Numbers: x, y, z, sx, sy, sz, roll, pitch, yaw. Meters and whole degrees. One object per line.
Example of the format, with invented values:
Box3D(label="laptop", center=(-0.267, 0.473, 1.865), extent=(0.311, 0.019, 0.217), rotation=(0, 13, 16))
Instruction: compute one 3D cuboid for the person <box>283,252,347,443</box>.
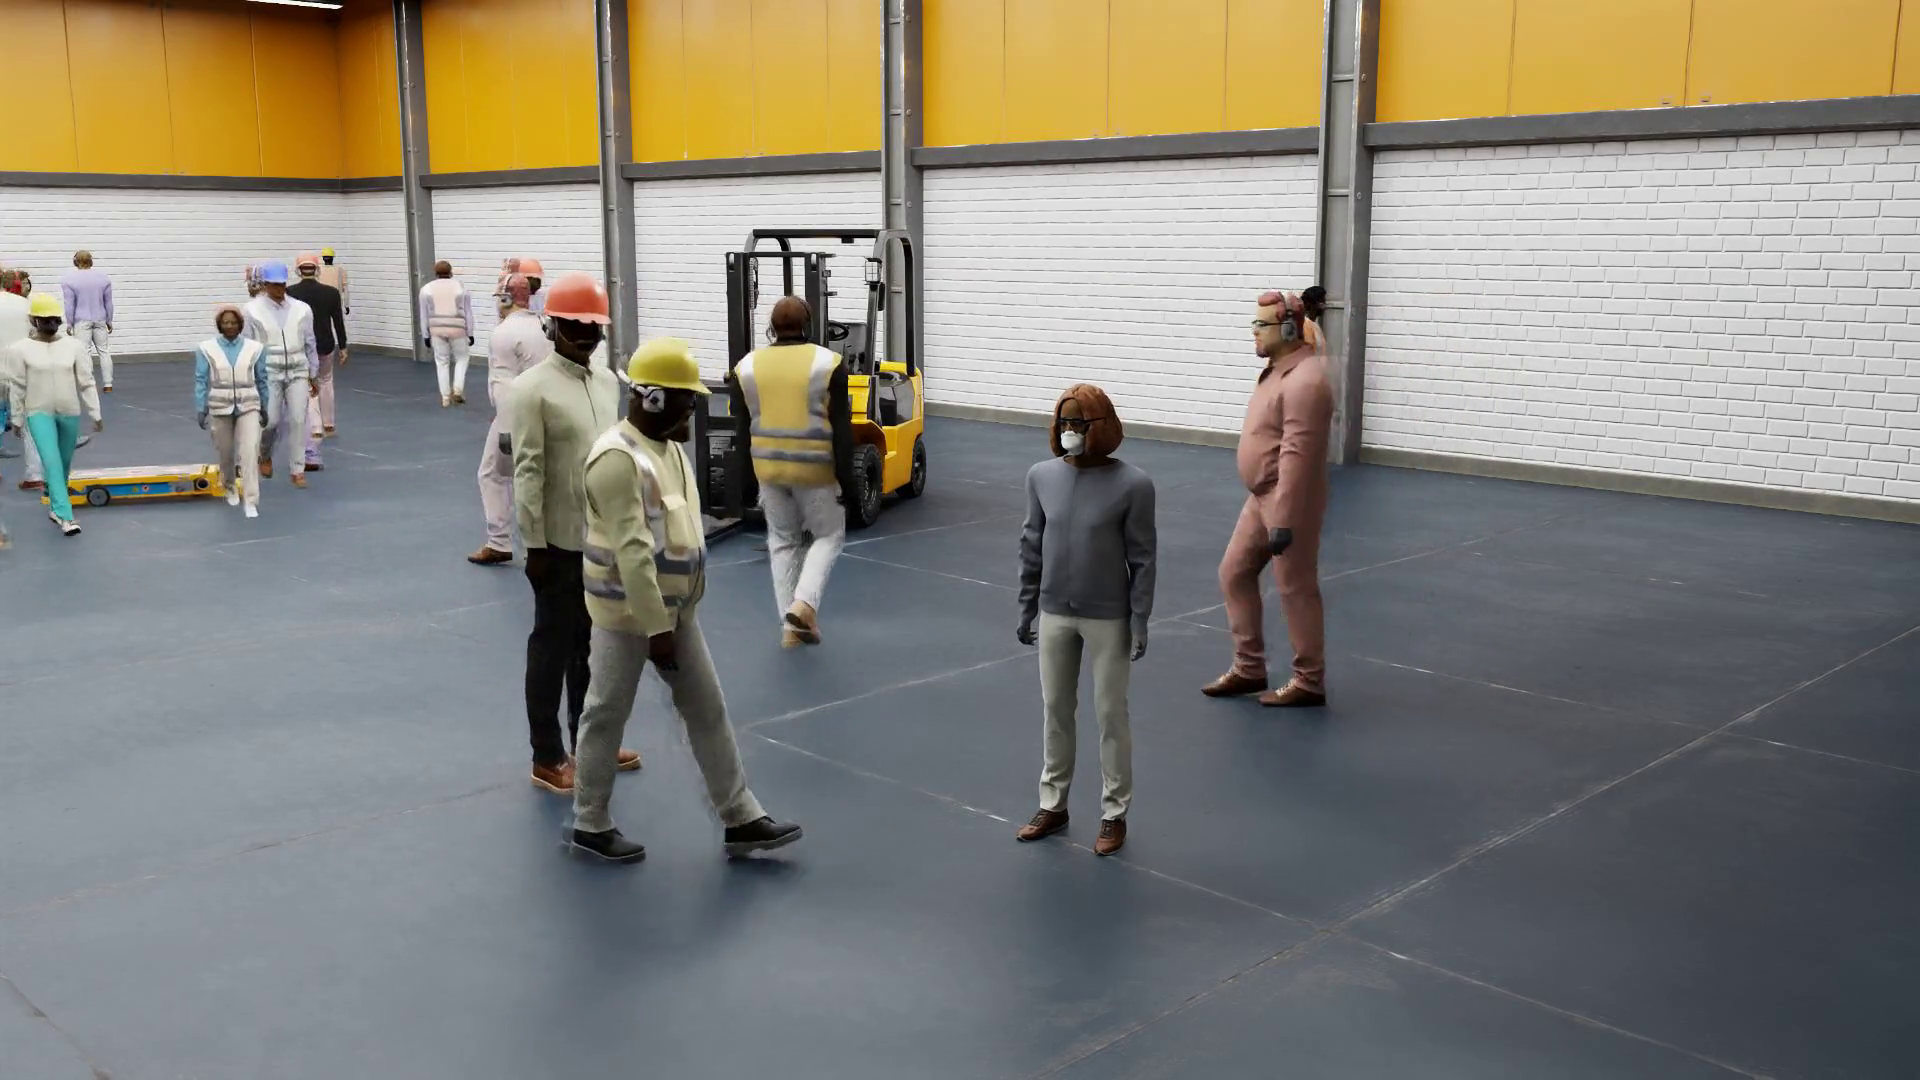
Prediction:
Box3D(label="person", center=(-6.791, -2.019, 17.397), extent=(0.646, 1.948, 0.956), rotation=(-6, 12, -29))

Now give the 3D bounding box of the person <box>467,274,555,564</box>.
Box3D(label="person", center=(-2.915, -0.768, 10.771), extent=(0.741, 1.880, 0.673), rotation=(4, 11, 19))

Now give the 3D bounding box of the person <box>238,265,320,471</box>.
Box3D(label="person", center=(-6.262, -1.545, 15.071), extent=(0.972, 1.853, 0.655), rotation=(2, 11, 12))

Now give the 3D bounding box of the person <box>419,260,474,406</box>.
Box3D(label="person", center=(-6.404, -2.580, 20.802), extent=(0.648, 1.823, 0.454), rotation=(-1, 10, -8))

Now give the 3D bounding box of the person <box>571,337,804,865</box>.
Box3D(label="person", center=(-0.944, 0.232, 5.550), extent=(0.899, 1.784, 0.600), rotation=(3, 11, 18))

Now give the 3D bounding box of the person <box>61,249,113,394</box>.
Box3D(label="person", center=(-11.693, -2.918, 22.334), extent=(0.372, 1.940, 0.632), rotation=(9, 14, 41))

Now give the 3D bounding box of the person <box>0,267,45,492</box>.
Box3D(label="person", center=(-8.008, -1.354, 13.890), extent=(0.794, 1.911, 0.654), rotation=(7, 12, 33))

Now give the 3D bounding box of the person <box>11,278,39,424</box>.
Box3D(label="person", center=(-10.534, -2.141, 18.762), extent=(0.534, 1.697, 0.318), rotation=(3, 11, 16))

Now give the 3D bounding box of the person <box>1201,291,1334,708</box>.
Box3D(label="person", center=(1.361, -0.163, 7.446), extent=(0.695, 1.880, 0.685), rotation=(-1, 10, -3))

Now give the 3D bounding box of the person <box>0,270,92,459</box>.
Box3D(label="person", center=(-8.991, -1.691, 16.019), extent=(0.586, 1.791, 0.960), rotation=(10, 14, 43))

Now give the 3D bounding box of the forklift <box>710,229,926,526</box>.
Box3D(label="forklift", center=(-1.050, -1.319, 12.920), extent=(1.214, 2.155, 2.313), rotation=(2, 11, 13))

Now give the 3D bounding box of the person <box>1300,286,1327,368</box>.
Box3D(label="person", center=(3.085, -1.408, 14.789), extent=(0.321, 1.690, 0.529), rotation=(3, 11, 18))

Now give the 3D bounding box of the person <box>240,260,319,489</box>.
Box3D(label="person", center=(-5.756, -1.399, 14.083), extent=(0.613, 1.934, 0.550), rotation=(-8, 13, -36))

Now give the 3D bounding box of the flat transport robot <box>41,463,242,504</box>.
Box3D(label="flat transport robot", center=(-6.613, -0.463, 13.496), extent=(1.431, 0.197, 0.652), rotation=(-4, 11, -22))

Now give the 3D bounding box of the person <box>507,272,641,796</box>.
Box3D(label="person", center=(-1.474, -0.029, 6.437), extent=(0.394, 1.989, 0.616), rotation=(4, 11, 23))

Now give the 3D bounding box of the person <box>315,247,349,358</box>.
Box3D(label="person", center=(-10.859, -4.081, 28.711), extent=(0.594, 1.924, 0.382), rotation=(-5, 12, -26))

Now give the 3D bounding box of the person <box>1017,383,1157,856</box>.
Box3D(label="person", center=(0.428, 0.272, 5.770), extent=(0.507, 1.632, 0.272), rotation=(6, 12, 29))

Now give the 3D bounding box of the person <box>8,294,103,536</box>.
Box3D(label="person", center=(-6.509, -0.906, 11.982), extent=(0.930, 1.716, 0.542), rotation=(9, 14, 42))

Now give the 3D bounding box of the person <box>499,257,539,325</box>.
Box3D(label="person", center=(-4.969, -2.264, 18.909), extent=(0.685, 1.887, 0.652), rotation=(4, 11, 22))

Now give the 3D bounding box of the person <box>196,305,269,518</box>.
Box3D(label="person", center=(-5.598, -1.006, 12.824), extent=(0.519, 1.610, 0.805), rotation=(-5, 11, -24))

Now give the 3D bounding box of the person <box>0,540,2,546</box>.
Box3D(label="person", center=(-6.890, -0.752, 10.844), extent=(1.039, 1.828, 0.588), rotation=(-10, 14, -43))

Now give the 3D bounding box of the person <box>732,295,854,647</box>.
Box3D(label="person", center=(-0.845, -0.331, 8.509), extent=(0.636, 1.829, 0.489), rotation=(3, 11, 15))

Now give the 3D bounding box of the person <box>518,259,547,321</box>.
Box3D(label="person", center=(-4.424, -1.971, 17.326), extent=(0.980, 1.884, 0.561), rotation=(4, 11, 19))

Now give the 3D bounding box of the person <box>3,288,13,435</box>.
Box3D(label="person", center=(-10.283, -2.031, 17.604), extent=(0.657, 1.903, 0.650), rotation=(-5, 11, -25))
